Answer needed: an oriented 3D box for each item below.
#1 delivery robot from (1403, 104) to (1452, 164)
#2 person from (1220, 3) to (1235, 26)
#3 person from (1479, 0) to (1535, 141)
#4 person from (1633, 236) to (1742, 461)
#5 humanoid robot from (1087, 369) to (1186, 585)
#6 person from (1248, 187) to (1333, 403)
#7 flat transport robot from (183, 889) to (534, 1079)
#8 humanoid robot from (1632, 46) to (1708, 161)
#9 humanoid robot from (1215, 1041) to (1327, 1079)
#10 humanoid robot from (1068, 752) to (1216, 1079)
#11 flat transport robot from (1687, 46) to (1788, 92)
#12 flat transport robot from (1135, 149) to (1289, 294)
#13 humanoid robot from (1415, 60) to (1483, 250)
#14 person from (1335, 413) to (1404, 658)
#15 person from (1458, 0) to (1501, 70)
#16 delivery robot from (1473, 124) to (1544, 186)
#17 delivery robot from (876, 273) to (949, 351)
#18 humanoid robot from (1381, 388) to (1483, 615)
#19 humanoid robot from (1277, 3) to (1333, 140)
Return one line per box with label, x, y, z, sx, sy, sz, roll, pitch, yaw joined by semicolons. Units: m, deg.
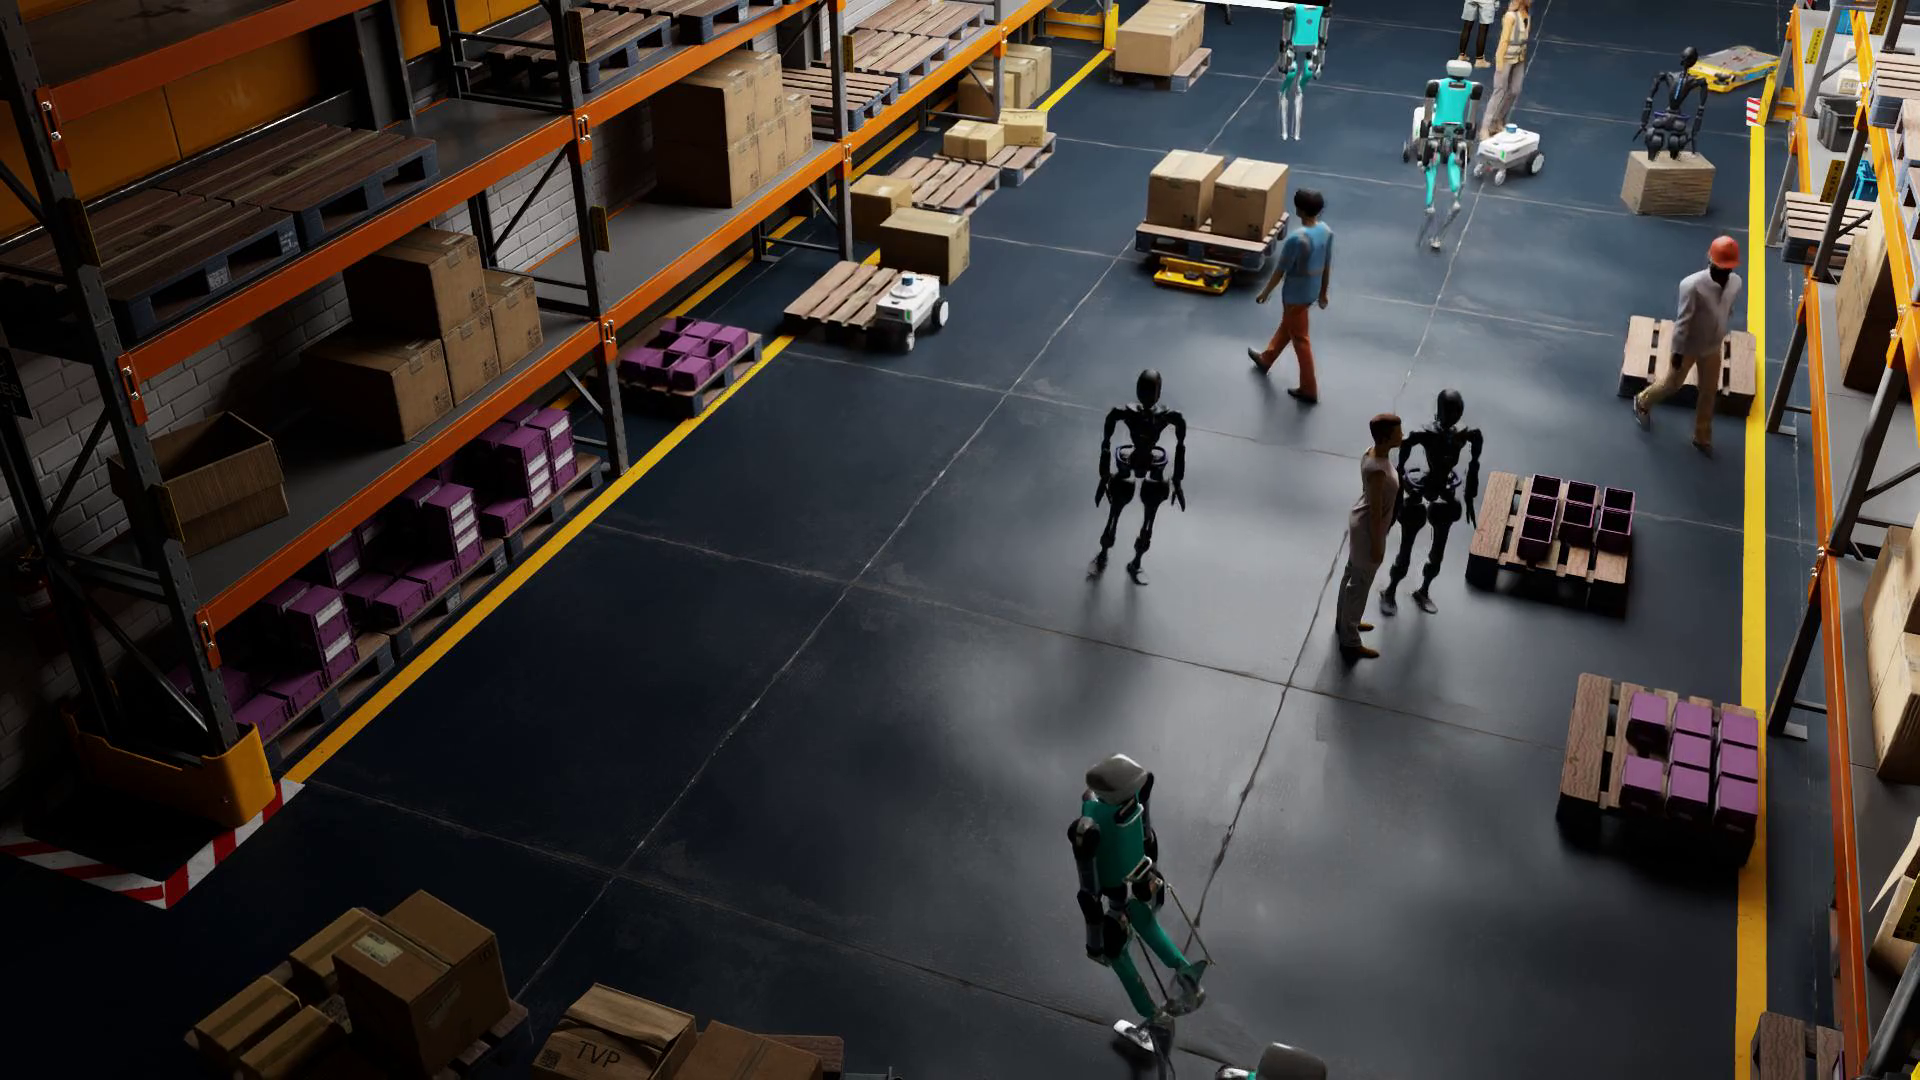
delivery robot;5.146;-4.480;18.251;0.499;0.583;0.775;7;34;11
person;3.676;-8.026;22.503;0.541;1.913;0.845;-5;33;-7
person;6.069;-5.306;18.441;0.583;1.752;0.318;-26;41;-34
person;5.585;-1.513;12.601;0.559;1.722;0.800;-10;34;-14
humanoid robot;1.184;-0.421;10.959;0.620;1.642;0.410;2;33;3
person;2.659;-2.000;13.347;0.495;1.724;0.885;-25;41;-34
flat transport robot;-2.807;2.527;7.681;0.659;0.231;1.431;20;38;28
humanoid robot;7.125;-4.139;16.736;0.612;1.625;0.730;14;36;21
humanoid robot;1.087;2.645;6.154;0.558;1.740;1.028;11;34;16
humanoid robot;0.893;1.839;7.496;0.798;1.888;0.572;23;40;32
flat transport robot;9.595;-5.848;20.642;1.431;0.231;0.659;-22;39;-30
flat transport robot;2.386;-2.730;15.816;0.659;0.231;1.431;14;35;21
humanoid robot;4.630;-3.530;15.790;0.539;1.871;0.765;1;33;1
person;2.567;-0.042;10.371;0.285;1.662;0.442;4;33;6
person;6.500;-6.739;20.708;0.320;1.692;0.531;-24;40;-33
delivery robot;5.848;-4.127;17.732;0.816;0.612;0.499;-25;41;-33
delivery robot;-0.449;-2.030;14.465;0.499;0.589;0.791;12;35;18
humanoid robot;3.031;-0.243;10.675;0.609;1.655;0.306;-3;33;-5
humanoid robot;3.731;-5.293;18.442;0.539;1.796;0.708;-3;33;-5
